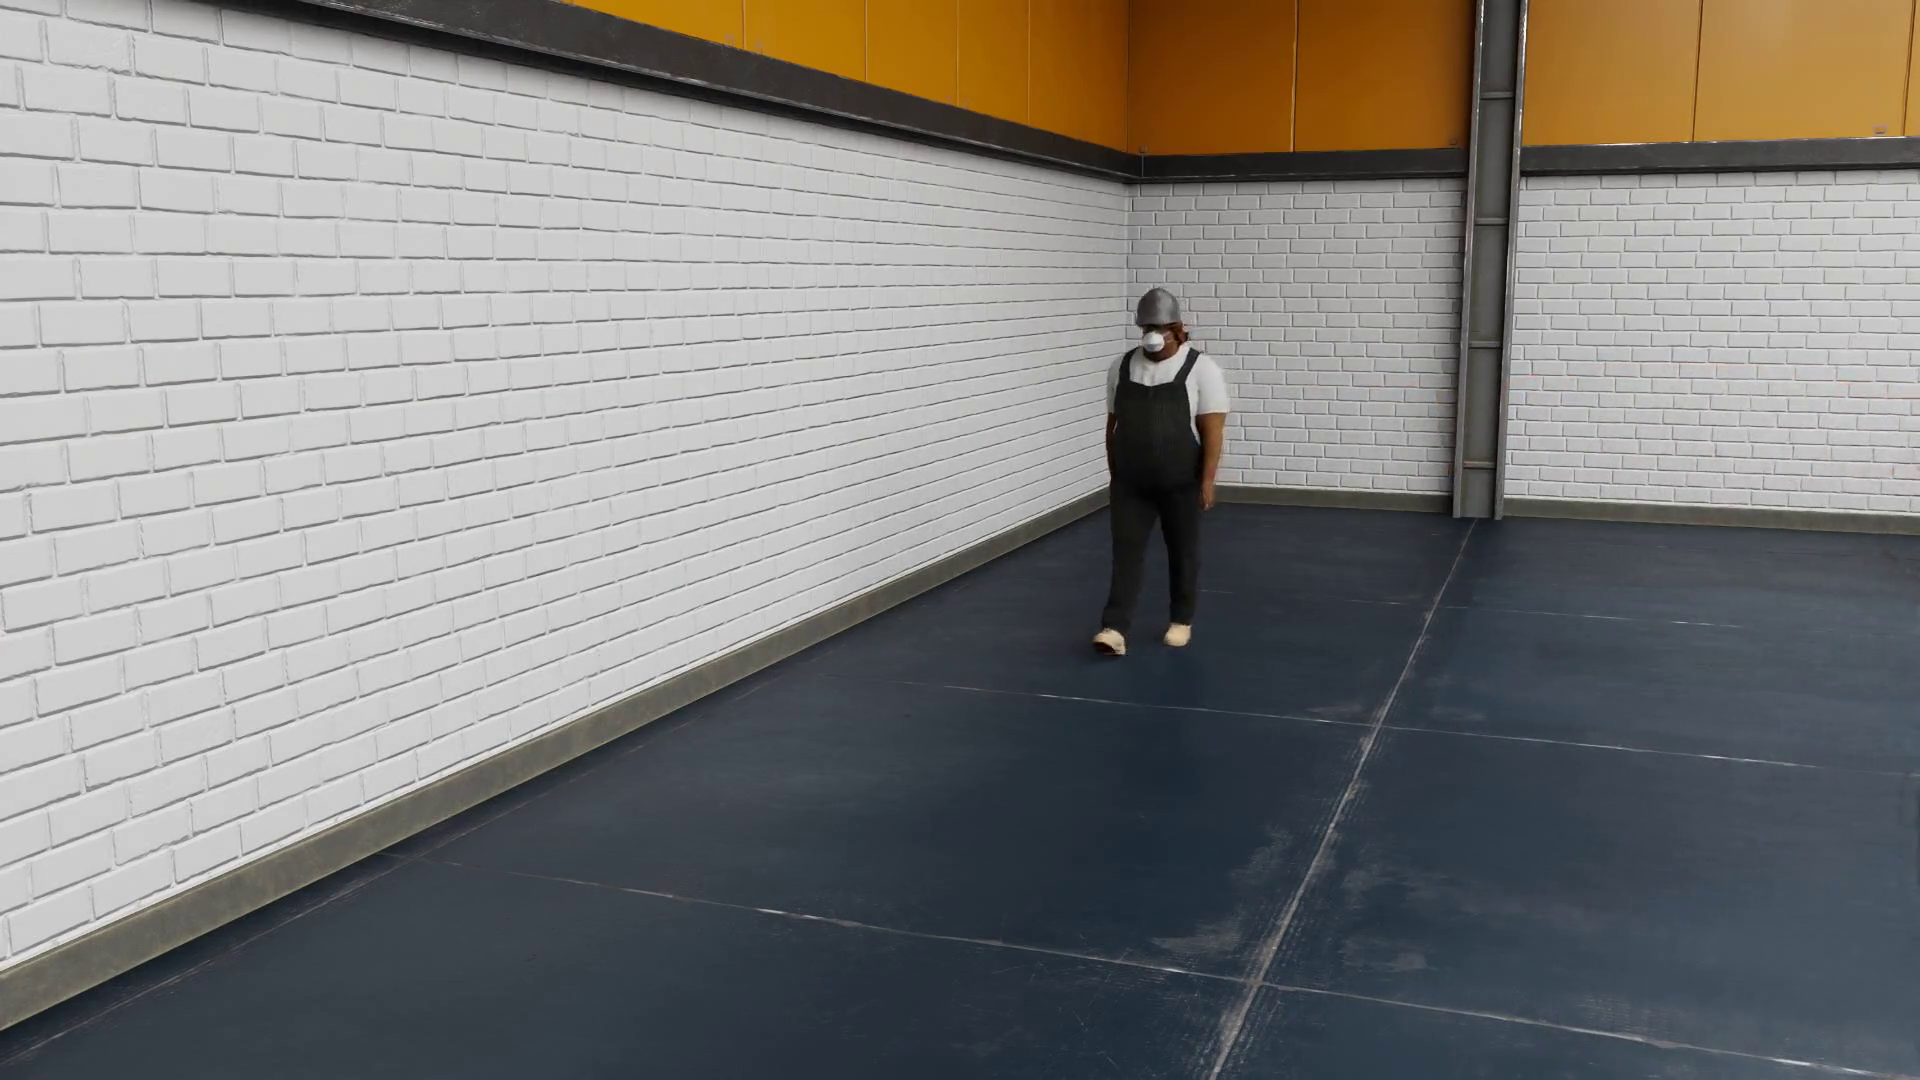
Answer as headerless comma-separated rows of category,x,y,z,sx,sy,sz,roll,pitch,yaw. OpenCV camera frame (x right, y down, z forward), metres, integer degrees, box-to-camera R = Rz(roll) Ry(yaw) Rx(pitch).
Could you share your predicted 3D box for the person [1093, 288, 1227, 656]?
person,1.052,-0.373,9.003,0.705,2.000,0.990,4,10,25
